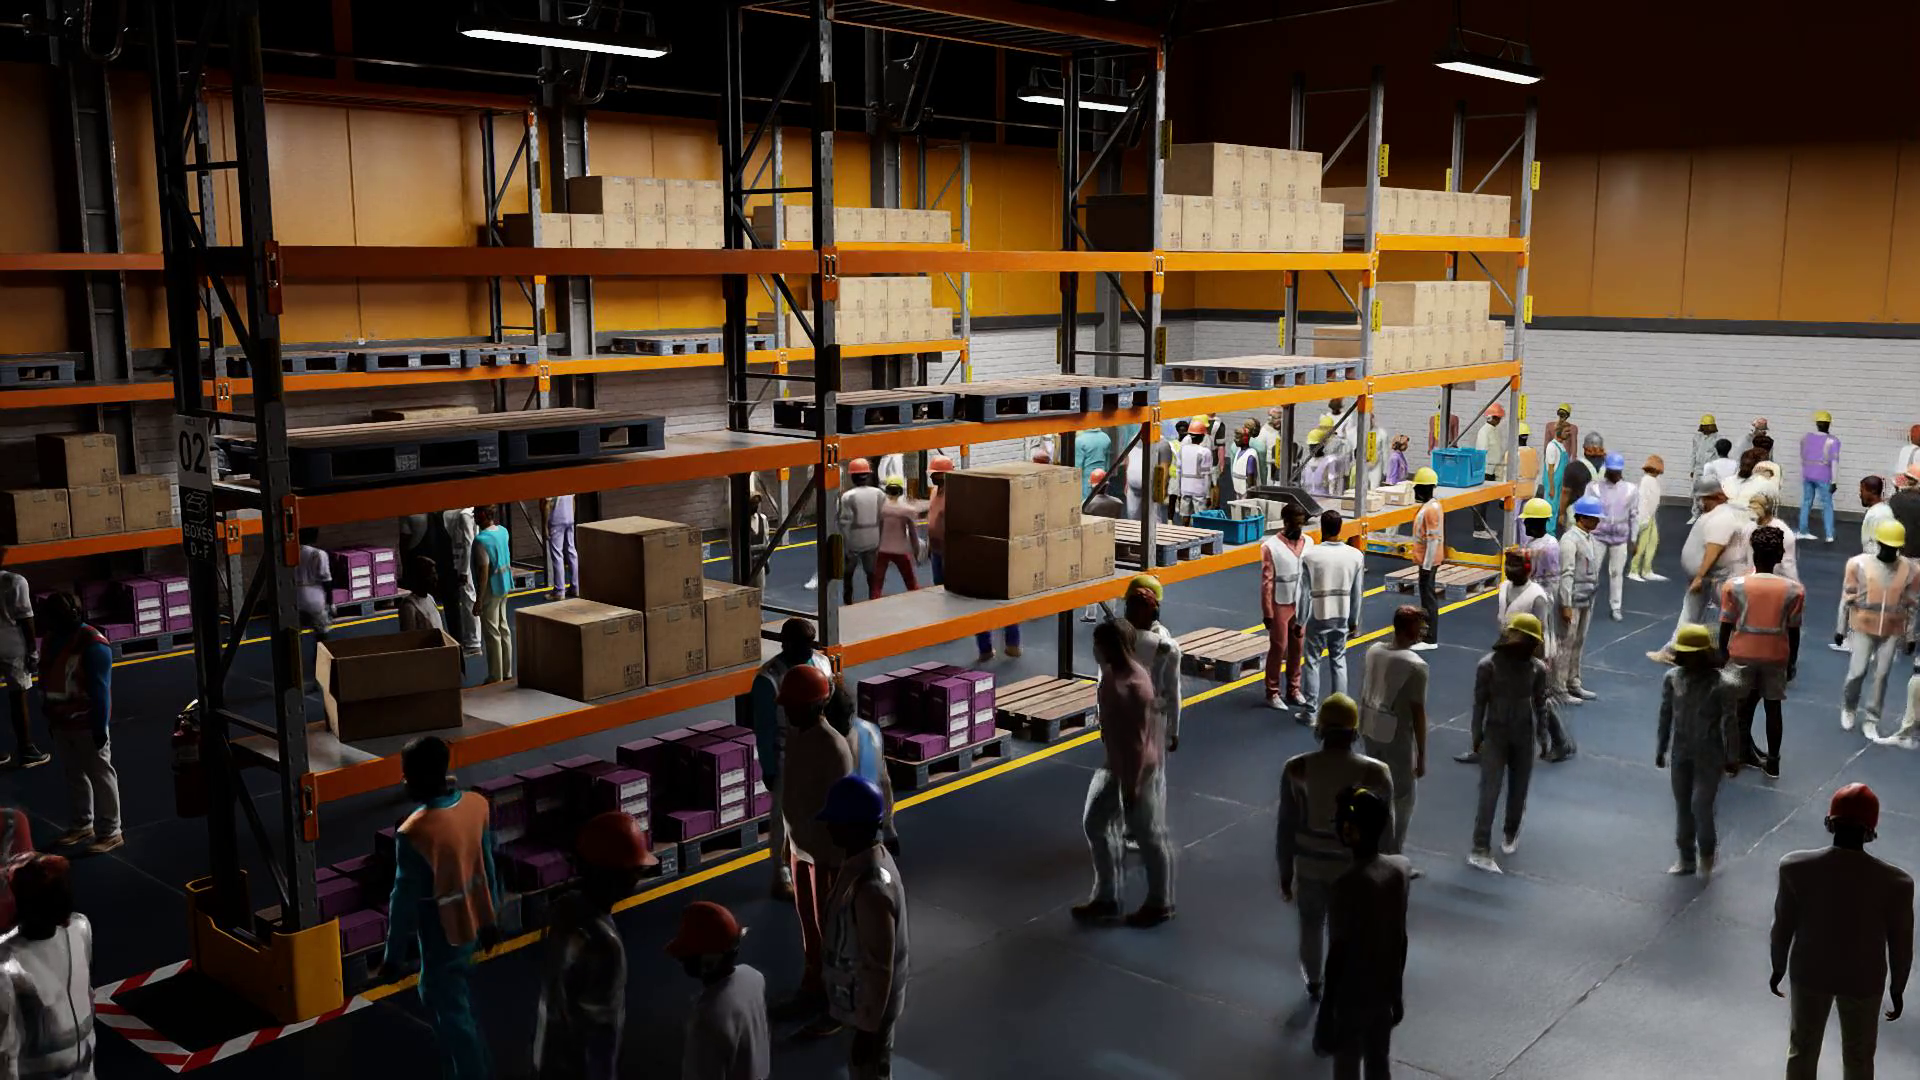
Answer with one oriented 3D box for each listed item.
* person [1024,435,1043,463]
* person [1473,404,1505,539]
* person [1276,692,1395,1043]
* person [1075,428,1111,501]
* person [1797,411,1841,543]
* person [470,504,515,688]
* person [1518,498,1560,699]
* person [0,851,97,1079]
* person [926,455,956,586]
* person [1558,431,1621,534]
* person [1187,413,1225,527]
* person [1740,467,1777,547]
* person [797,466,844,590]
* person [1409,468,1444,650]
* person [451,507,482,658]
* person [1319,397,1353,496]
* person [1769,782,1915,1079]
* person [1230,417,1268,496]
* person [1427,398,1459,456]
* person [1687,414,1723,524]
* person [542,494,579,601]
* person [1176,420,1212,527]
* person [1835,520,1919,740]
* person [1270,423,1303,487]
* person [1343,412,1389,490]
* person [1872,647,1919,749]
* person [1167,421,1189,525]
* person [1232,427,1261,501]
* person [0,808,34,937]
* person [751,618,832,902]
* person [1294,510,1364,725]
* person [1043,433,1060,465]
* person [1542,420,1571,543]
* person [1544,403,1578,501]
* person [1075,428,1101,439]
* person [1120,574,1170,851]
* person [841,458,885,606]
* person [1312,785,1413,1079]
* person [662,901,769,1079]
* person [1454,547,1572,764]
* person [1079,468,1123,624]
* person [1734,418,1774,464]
[{"bbox_3d":[1.164,-1.292,26.899,0.313,1.739,0.485,7,12,36],"label":"person"},{"bbox_3d":[7.808,-1.023,24.557,0.402,1.984,0.613,6,11,30],"label":"person"},{"bbox_3d":[2.018,1.691,8.899,0.590,1.794,0.852,3,10,20],"label":"person"},{"bbox_3d":[1.862,-0.879,23.929,0.642,1.909,0.399,-7,12,-36],"label":"person"},{"bbox_3d":[12.493,-0.921,24.183,0.431,1.904,0.593,-8,12,-38],"label":"person"},{"bbox_3d":[-4.447,0.514,15.797,0.390,1.846,0.565,1,10,7],"label":"person"},{"bbox_3d":[5.250,0.572,15.205,0.370,1.925,0.594,0,10,-3],"label":"person"},{"bbox_3d":[-3.494,2.087,6.339,0.458,1.874,0.590,2,10,11],"label":"person"},{"bbox_3d":[-0.184,0.076,17.964,0.389,1.992,0.625,-5,11,-29],"label":"person"},{"bbox_3d":[7.707,-0.341,20.318,0.692,2.000,0.771,-1,10,-4],"label":"person"},{"bbox_3d":[3.770,-1.192,25.444,0.611,2.032,0.411,5,11,29],"label":"person"},{"bbox_3d":[9.522,-0.065,19.864,0.513,1.642,0.311,-3,10,-19],"label":"person"},{"bbox_3d":[-1.709,-0.331,20.944,0.533,1.822,0.989,6,11,34],"label":"person"},{"bbox_3d":[4.872,0.200,17.432,0.388,1.926,0.590,2,10,13],"label":"person"},{"bbox_3d":[-5.124,0.267,17.159,0.355,1.884,0.575,-4,10,-20],"label":"person"},{"bbox_3d":[6.200,-1.458,27.526,0.598,1.854,0.772,4,10,22],"label":"person"},{"bbox_3d":[3.967,1.947,7.513,0.574,1.749,0.333,5,11,28],"label":"person"},{"bbox_3d":[3.987,-0.716,22.867,0.372,1.940,0.627,-7,12,-37],"label":"person"},{"bbox_3d":[8.307,-1.595,28.622,0.524,1.769,0.325,-1,10,-4],"label":"person"},{"bbox_3d":[11.486,-1.075,25.629,0.341,1.736,0.483,-7,12,-38],"label":"person"},{"bbox_3d":[-4.820,-0.183,20.007,0.350,1.837,0.503,5,11,29],"label":"person"},{"bbox_3d":[3.179,-0.653,22.487,0.544,1.939,0.372,9,13,43],"label":"person"},{"bbox_3d":[7.822,0.759,14.163,0.609,1.907,0.455,3,10,19],"label":"person"},{"bbox_3d":[4.835,-0.895,24.676,0.539,1.692,0.321,-4,10,-21],"label":"person"},{"bbox_3d":[6.155,-1.056,25.219,0.662,1.849,0.845,5,11,28],"label":"person"},{"bbox_3d":[8.070,0.892,13.596,0.908,1.833,0.524,9,13,43],"label":"person"},{"bbox_3d":[3.325,-0.947,24.965,0.541,1.695,0.316,-1,10,-5],"label":"person"},{"bbox_3d":[3.884,-0.614,22.578,0.388,1.837,0.560,-2,10,-9],"label":"person"},{"bbox_3d":[-4.871,1.866,8.252,0.530,1.664,0.834,-7,12,-34],"label":"person"},{"bbox_3d":[-1.034,1.388,10.643,0.430,1.832,0.631,9,13,42],"label":"person"},{"bbox_3d":[3.240,0.687,14.603,0.598,1.906,0.404,-2,10,-13],"label":"person"},{"bbox_3d":[1.501,-1.411,27.331,0.388,1.837,0.563,-4,10,-22],"label":"person"},{"bbox_3d":[8.422,-0.775,23.524,0.340,1.839,0.504,6,11,33],"label":"person"},{"bbox_3d":[9.874,-1.374,27.352,0.528,1.752,0.339,6,11,31],"label":"person"},{"bbox_3d":[2.031,-1.334,27.091,0.525,1.760,0.340,2,10,10],"label":"person"},{"bbox_3d":[1.271,1.185,11.538,0.360,1.930,0.587,-2,10,-12],"label":"person"},{"bbox_3d":[-1.126,0.026,18.514,0.559,1.905,0.792,-5,11,-25],"label":"person"},{"bbox_3d":[1.697,1.962,7.109,0.542,1.865,0.323,-7,12,-35],"label":"person"},{"bbox_3d":[-0.900,2.176,6.218,0.377,1.738,0.591,2,10,12],"label":"person"},{"bbox_3d":[4.561,0.936,13.446,0.985,1.798,0.587,-3,10,-16],"label":"person"},{"bbox_3d":[1.561,0.068,18.719,0.568,1.755,0.320,-4,10,-24],"label":"person"},{"bbox_3d":[11.165,-0.775,23.362,0.655,1.894,0.401,-4,10,-21],"label":"person"}]
